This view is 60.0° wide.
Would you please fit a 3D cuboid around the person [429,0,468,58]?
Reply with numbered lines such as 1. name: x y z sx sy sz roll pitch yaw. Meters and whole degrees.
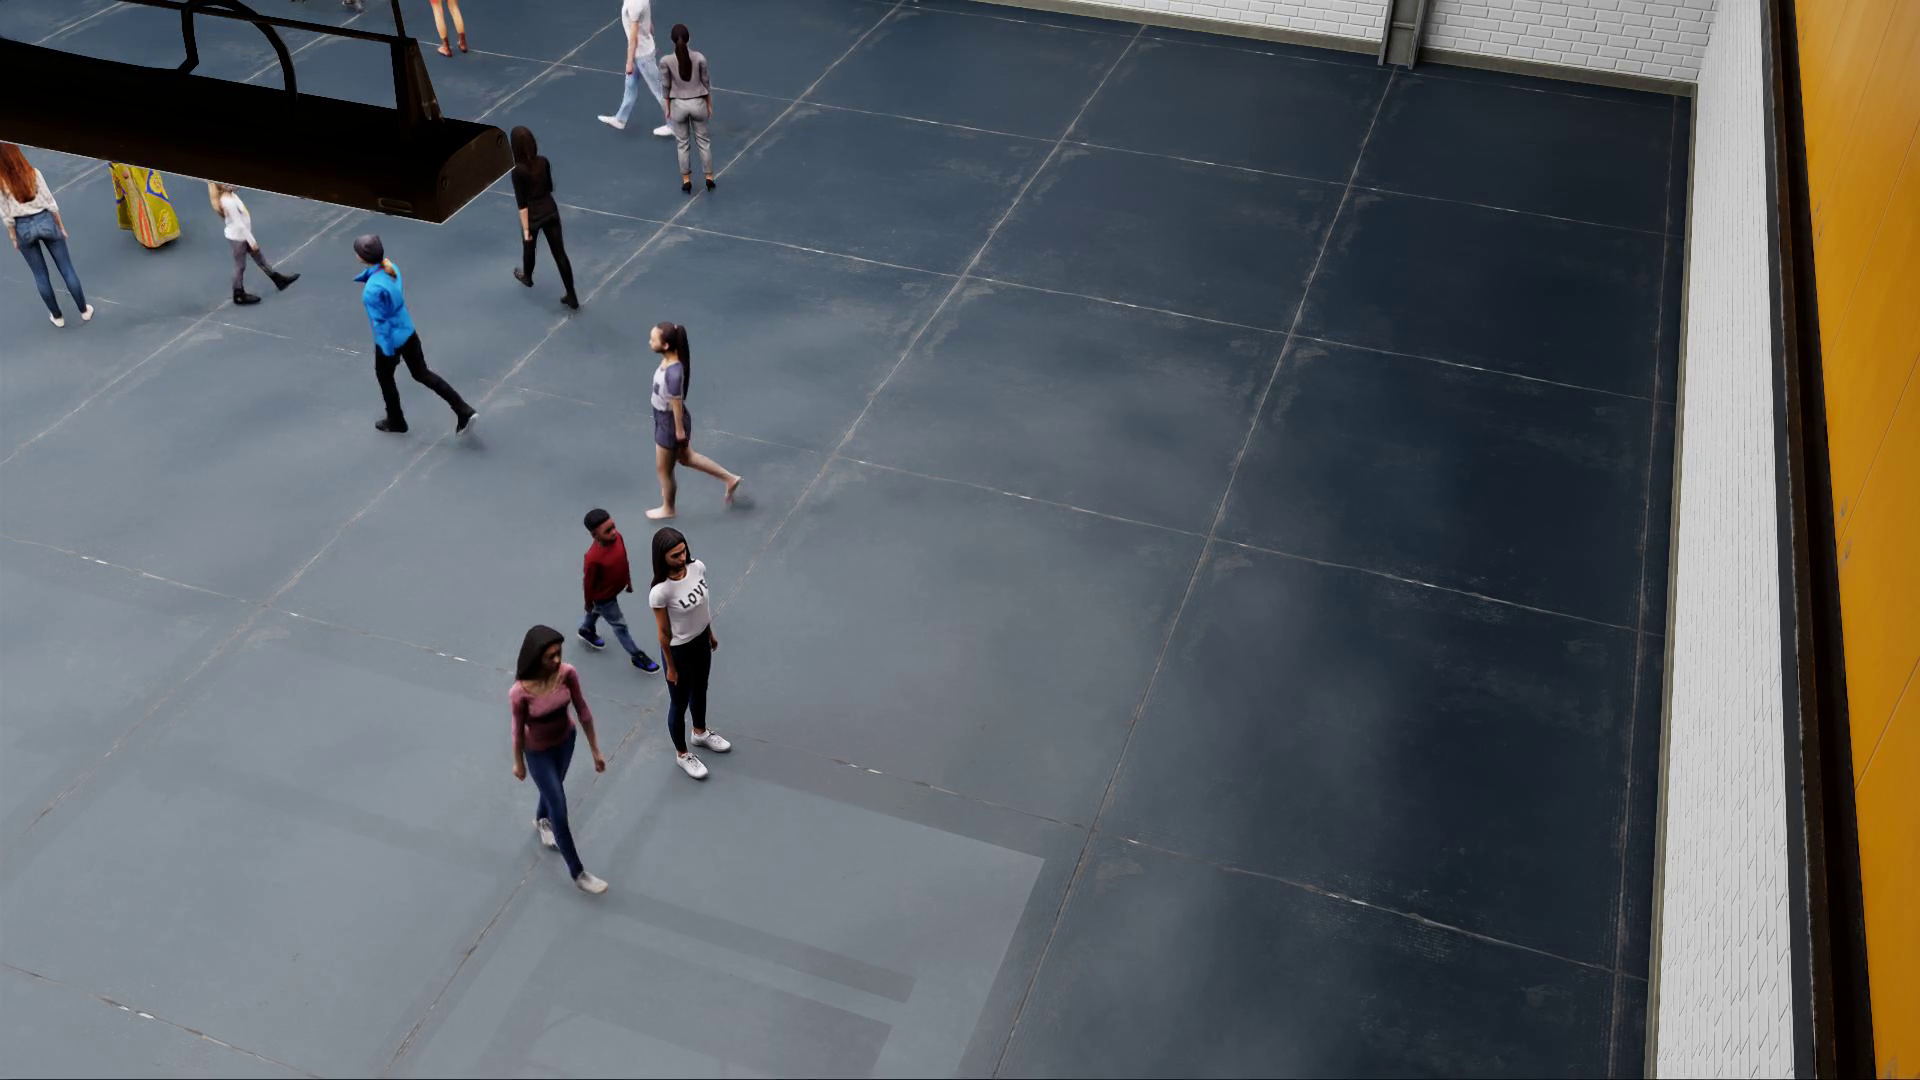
1. person: -5.836 -6.286 18.628 0.667 1.719 0.687 -24 45 -27

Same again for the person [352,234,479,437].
1. person: -4.175 -1.494 12.587 1.129 1.770 0.652 11 40 13

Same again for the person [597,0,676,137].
1. person: -3.122 -4.941 16.868 1.218 1.813 0.990 -3 39 -3

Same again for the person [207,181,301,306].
1. person: -6.304 -2.603 14.384 0.885 1.260 0.816 -15 41 -18

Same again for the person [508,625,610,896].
1. person: -2.334 1.121 9.364 0.867 1.706 1.127 -30 47 -32

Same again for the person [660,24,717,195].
1. person: -2.603 -4.128 15.959 0.693 1.678 0.784 -7 39 -9

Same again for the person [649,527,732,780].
1. person: -1.640 0.651 9.897 0.566 1.775 0.623 20 43 23

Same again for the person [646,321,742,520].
1. person: -1.951 -0.840 11.881 1.046 1.629 0.864 -4 39 -5

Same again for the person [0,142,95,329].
1. person: -7.780 -2.607 14.014 0.648 1.728 0.690 -19 43 -23

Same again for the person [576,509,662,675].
1. person: -2.349 0.296 10.785 0.905 1.222 0.526 16 41 19

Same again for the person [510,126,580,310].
1. person: -3.543 -2.712 14.250 0.920 1.598 1.154 -30 47 -32
